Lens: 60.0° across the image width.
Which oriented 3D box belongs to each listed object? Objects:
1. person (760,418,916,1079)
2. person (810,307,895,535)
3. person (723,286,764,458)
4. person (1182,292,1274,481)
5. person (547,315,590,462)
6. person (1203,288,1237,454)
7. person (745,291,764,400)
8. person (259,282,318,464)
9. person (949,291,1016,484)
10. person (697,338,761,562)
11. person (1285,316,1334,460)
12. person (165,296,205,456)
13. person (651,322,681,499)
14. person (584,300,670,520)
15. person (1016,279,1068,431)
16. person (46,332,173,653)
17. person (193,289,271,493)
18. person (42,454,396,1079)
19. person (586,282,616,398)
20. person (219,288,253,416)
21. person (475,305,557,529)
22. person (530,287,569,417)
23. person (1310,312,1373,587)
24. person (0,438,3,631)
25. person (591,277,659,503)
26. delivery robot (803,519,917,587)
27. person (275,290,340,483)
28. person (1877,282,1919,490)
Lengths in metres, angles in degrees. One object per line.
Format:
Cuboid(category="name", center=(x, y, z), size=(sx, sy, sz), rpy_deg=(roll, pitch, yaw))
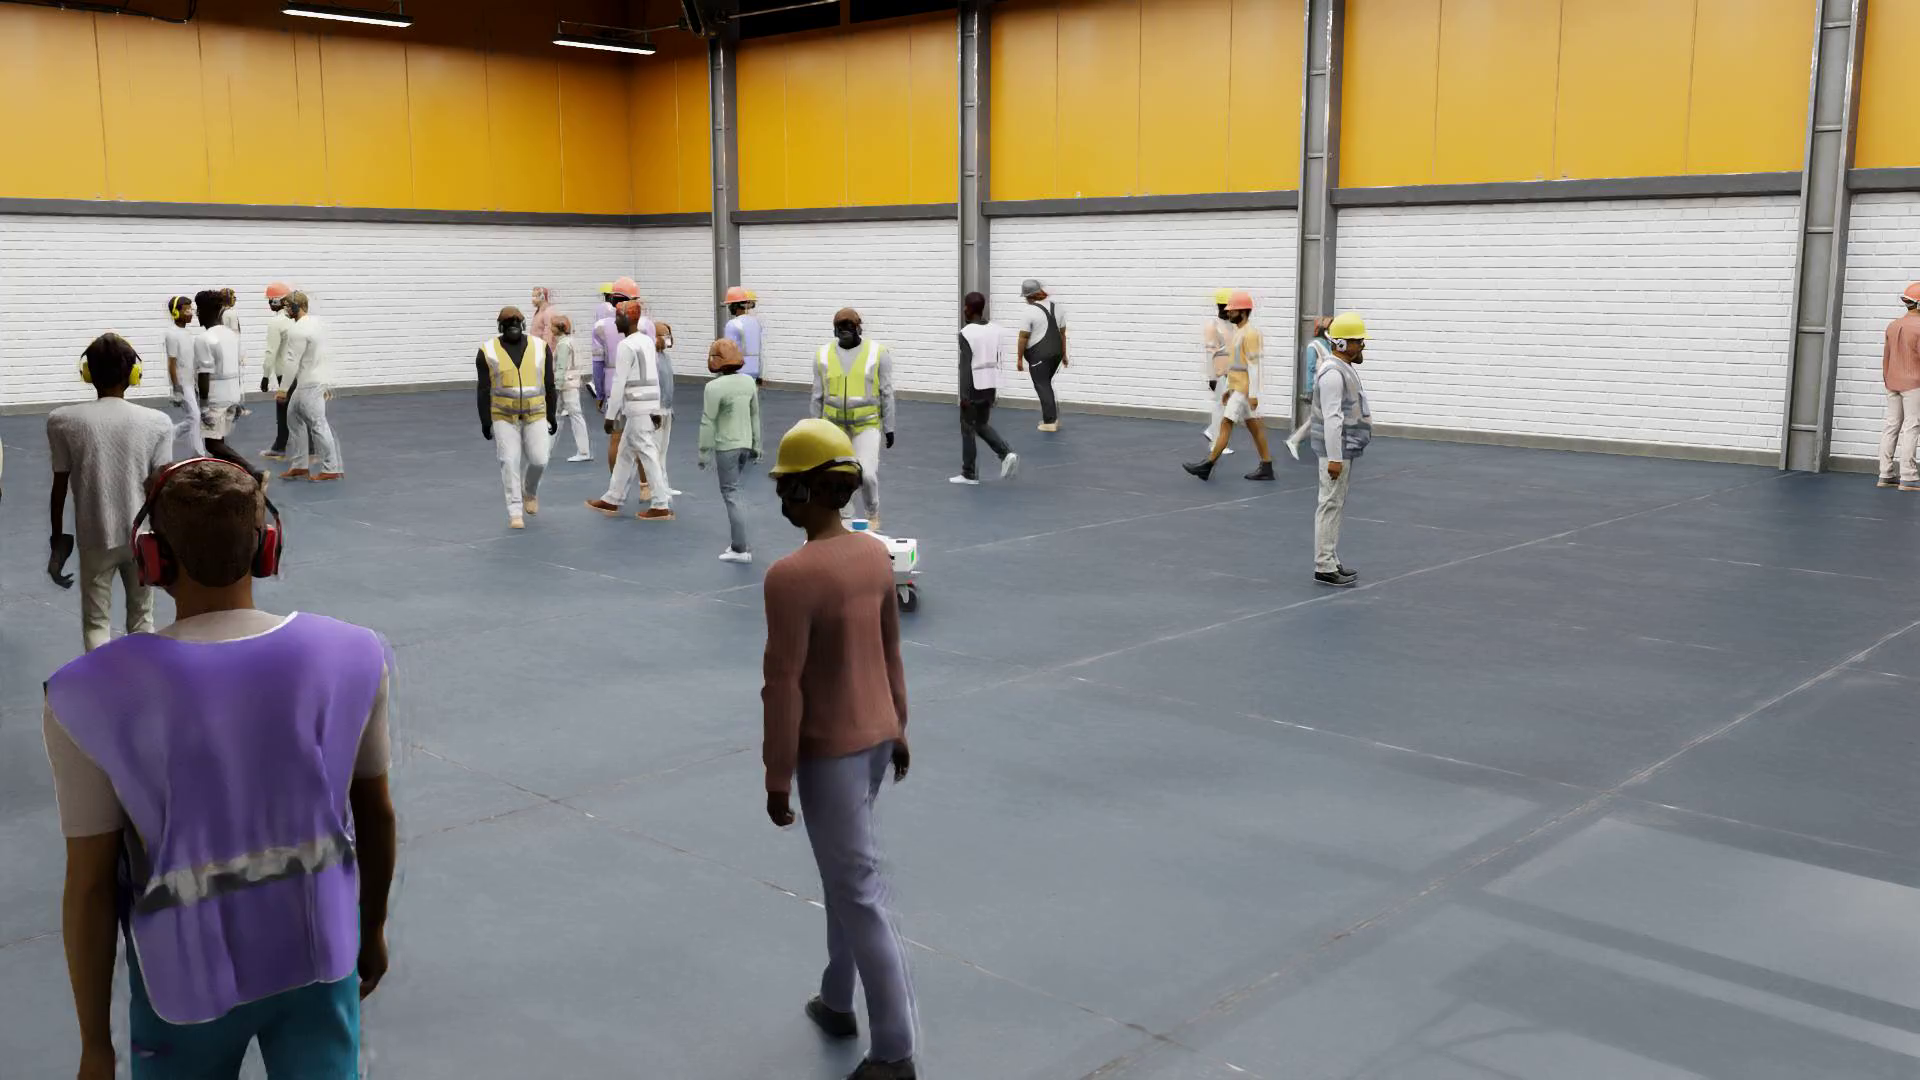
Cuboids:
Cuboid(category="person", center=(-0.298, 0.557, 4.381), size=(0.531, 1.732, 0.581), rpy_deg=(5, 10, 28))
Cuboid(category="person", center=(-0.827, -0.856, 12.702), size=(0.650, 1.828, 0.441), rpy_deg=(2, 9, 11))
Cuboid(category="person", center=(-2.456, -1.872, 18.653), size=(0.511, 1.919, 0.566), rpy_deg=(6, 11, 31))
Cuboid(category="person", center=(2.720, -1.518, 16.580), size=(0.967, 1.884, 0.570), rpy_deg=(0, 9, 0))
Cuboid(category="person", center=(-4.431, -1.647, 18.206), size=(0.770, 1.606, 0.536), rpy_deg=(-3, 10, -15))
Cuboid(category="person", center=(3.036, -1.934, 19.076), size=(0.417, 1.904, 0.609), rpy_deg=(8, 12, 39))
Cuboid(category="person", center=(-3.439, -3.159, 27.031), size=(0.329, 1.765, 0.526), rpy_deg=(-8, 12, -41))
Cuboid(category="person", center=(-7.410, -1.804, 18.062), size=(0.870, 1.965, 0.630), rpy_deg=(1, 9, 7))
Cuboid(category="person", center=(0.200, -1.477, 16.283), size=(0.628, 1.907, 0.604), rpy_deg=(7, 12, 38))
Cuboid(category="person", center=(-1.697, -0.647, 12.045), size=(0.454, 1.614, 0.531), rpy_deg=(6, 11, 32))
Cuboid(category="person", center=(3.909, -1.642, 18.200), size=(0.762, 1.610, 0.525), rpy_deg=(8, 12, 39))
Cuboid(category="person", center=(-8.014, -1.582, 17.092), size=(0.748, 1.850, 0.525), rpy_deg=(-2, 9, -10))
Cuboid(category="person", center=(-2.775, -1.199, 15.409), size=(0.275, 1.632, 0.507), rpy_deg=(2, 9, 10))
Cuboid(category="person", center=(-2.855, -1.080, 14.009), size=(0.895, 1.848, 0.611), rpy_deg=(2, 9, 9))
Cuboid(category="person", center=(1.070, -2.444, 21.796), size=(0.638, 2.000, 0.700), rpy_deg=(9, 13, 44))
Cuboid(category="person", center=(-3.674, 0.028, 7.237), size=(0.530, 1.849, 0.679), rpy_deg=(-5, 11, -30))
Cuboid(category="person", center=(-6.552, -1.259, 14.835), size=(0.766, 1.944, 0.611), rpy_deg=(1, 9, 7))
Cuboid(category="person", center=(-1.307, 0.745, 2.987), size=(0.596, 1.794, 0.963), rpy_deg=(-7, 12, -38))
Cuboid(category="person", center=(-5.621, -3.147, 26.507), size=(0.559, 1.911, 0.593), rpy_deg=(-7, 12, -38))
Cuboid(category="person", center=(-10.538, -2.707, 24.011), size=(0.506, 1.846, 0.345), rpy_deg=(6, 11, 32))
Cuboid(category="person", center=(-3.646, -1.015, 13.696), size=(0.645, 1.825, 0.491), rpy_deg=(-4, 10, -21))
Cuboid(category="person", center=(-5.996, -2.664, 23.682), size=(0.995, 1.855, 0.674), rpy_deg=(-5, 11, -30))
Cuboid(category="person", center=(2.558, -0.608, 11.181), size=(0.404, 1.829, 0.600), rpy_deg=(3, 10, 17))
Cuboid(category="person", center=(-5.817, -0.341, 9.543), size=(0.404, 1.828, 0.602), rpy_deg=(7, 11, 35))
Cuboid(category="person", center=(-3.011, -1.348, 15.065), size=(0.605, 2.045, 0.387), rpy_deg=(1, 9, 7))
Cuboid(category="delivery robot", center=(-0.619, 0.114, 10.369), size=(0.707, 0.478, 0.477), rpy_deg=(0, 9, -2))
Cuboid(category="person", center=(-6.541, -1.501, 16.437), size=(0.765, 1.909, 0.628), rpy_deg=(-2, 9, -11))
Cuboid(category="person", center=(9.140, -1.477, 16.007), size=(0.379, 1.996, 0.610), rpy_deg=(-1, 9, -9))
